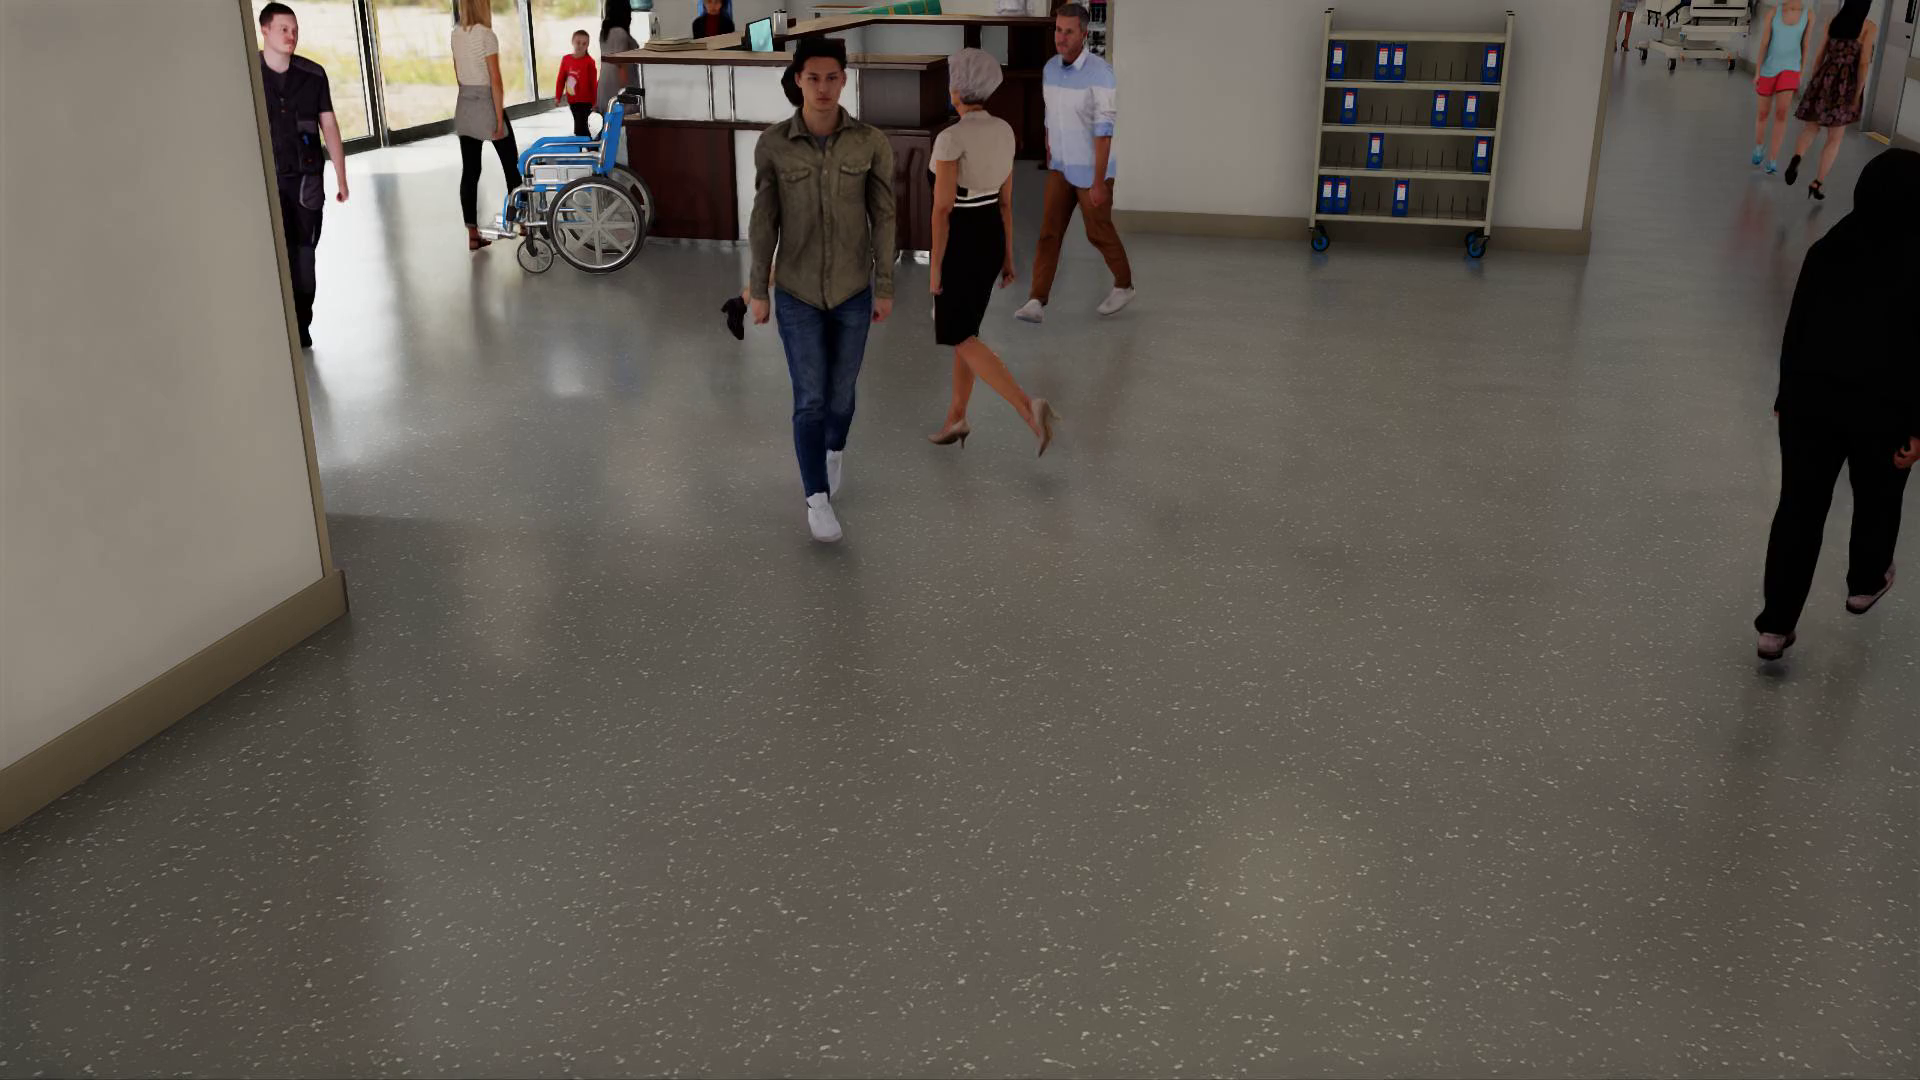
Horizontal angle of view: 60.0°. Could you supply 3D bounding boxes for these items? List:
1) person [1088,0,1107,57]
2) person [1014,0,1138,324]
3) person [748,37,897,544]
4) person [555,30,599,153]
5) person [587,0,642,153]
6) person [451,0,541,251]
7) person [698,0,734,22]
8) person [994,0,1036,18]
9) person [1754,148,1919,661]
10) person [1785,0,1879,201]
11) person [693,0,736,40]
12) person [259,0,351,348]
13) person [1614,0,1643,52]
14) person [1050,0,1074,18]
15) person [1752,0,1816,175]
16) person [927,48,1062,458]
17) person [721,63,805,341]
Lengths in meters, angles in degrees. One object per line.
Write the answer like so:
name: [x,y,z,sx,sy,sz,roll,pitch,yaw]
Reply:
person: [2.338,-8.893,27.512,0.635,1.698,0.737,17,26,37]
person: [0.745,-2.125,9.528,1.113,1.780,1.226,-18,27,-39]
person: [-0.516,-0.967,6.382,1.125,1.842,1.059,-3,21,-8]
person: [-3.455,-4.004,15.246,0.863,1.242,0.576,7,22,17]
person: [-3.063,-3.923,14.558,1.073,1.578,1.041,-13,25,-31]
person: [-3.394,-2.908,11.580,0.939,1.791,0.698,6,22,16]
person: [-3.117,-6.530,21.253,0.636,1.712,0.740,-7,22,-17]
person: [0.640,-6.133,20.095,0.801,1.790,0.780,9,22,22]
person: [2.748,-0.364,5.178,1.132,1.567,1.023,17,27,38]
person: [7.008,-3.572,13.393,1.076,1.749,1.051,19,28,41]
person: [-2.219,-4.152,15.088,0.666,1.631,0.751,-1,21,-1]
person: [-3.645,-1.928,8.950,1.055,1.820,1.117,-11,23,-27]
person: [11.454,-9.336,28.517,0.551,1.815,0.707,0,21,1]
person: [1.297,-6.383,21.077,0.702,1.561,0.617,-16,26,-36]
person: [7.434,-4.225,15.151,1.172,1.725,0.775,9,23,23]
person: [0.115,-1.146,7.006,1.118,1.734,0.899,17,26,37]
person: [-0.923,-1.723,8.820,0.967,1.530,0.912,-11,23,-27]
